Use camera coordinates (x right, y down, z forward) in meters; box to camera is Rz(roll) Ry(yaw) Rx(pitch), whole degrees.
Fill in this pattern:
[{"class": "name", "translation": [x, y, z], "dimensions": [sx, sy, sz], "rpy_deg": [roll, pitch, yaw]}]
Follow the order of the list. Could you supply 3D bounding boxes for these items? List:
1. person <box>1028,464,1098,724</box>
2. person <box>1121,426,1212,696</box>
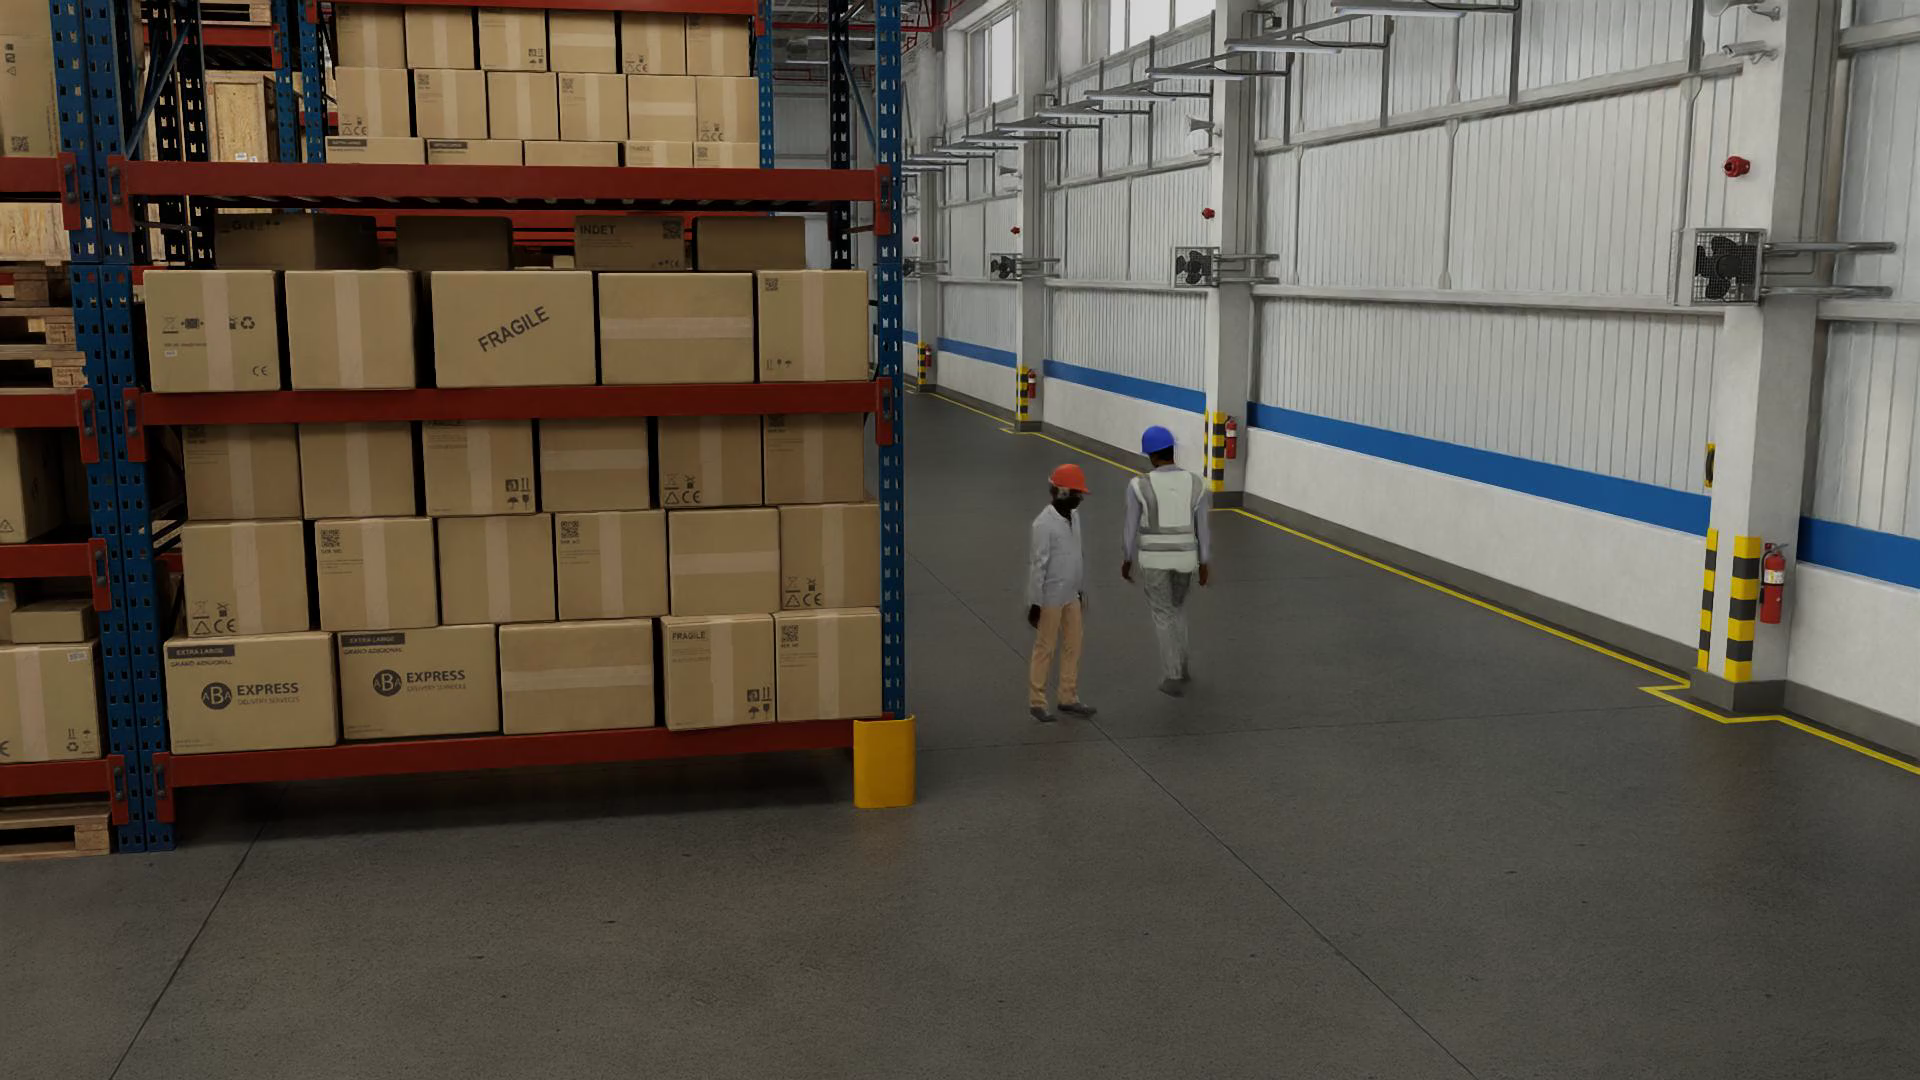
[{"class": "person", "translation": [0.649, 0.363, 11.072], "dimensions": [0.387, 1.734, 0.759], "rpy_deg": [6, 11, 33]}, {"class": "person", "translation": [1.465, 0.137, 11.916], "dimensions": [0.622, 1.905, 0.676], "rpy_deg": [-3, 10, -16]}]
